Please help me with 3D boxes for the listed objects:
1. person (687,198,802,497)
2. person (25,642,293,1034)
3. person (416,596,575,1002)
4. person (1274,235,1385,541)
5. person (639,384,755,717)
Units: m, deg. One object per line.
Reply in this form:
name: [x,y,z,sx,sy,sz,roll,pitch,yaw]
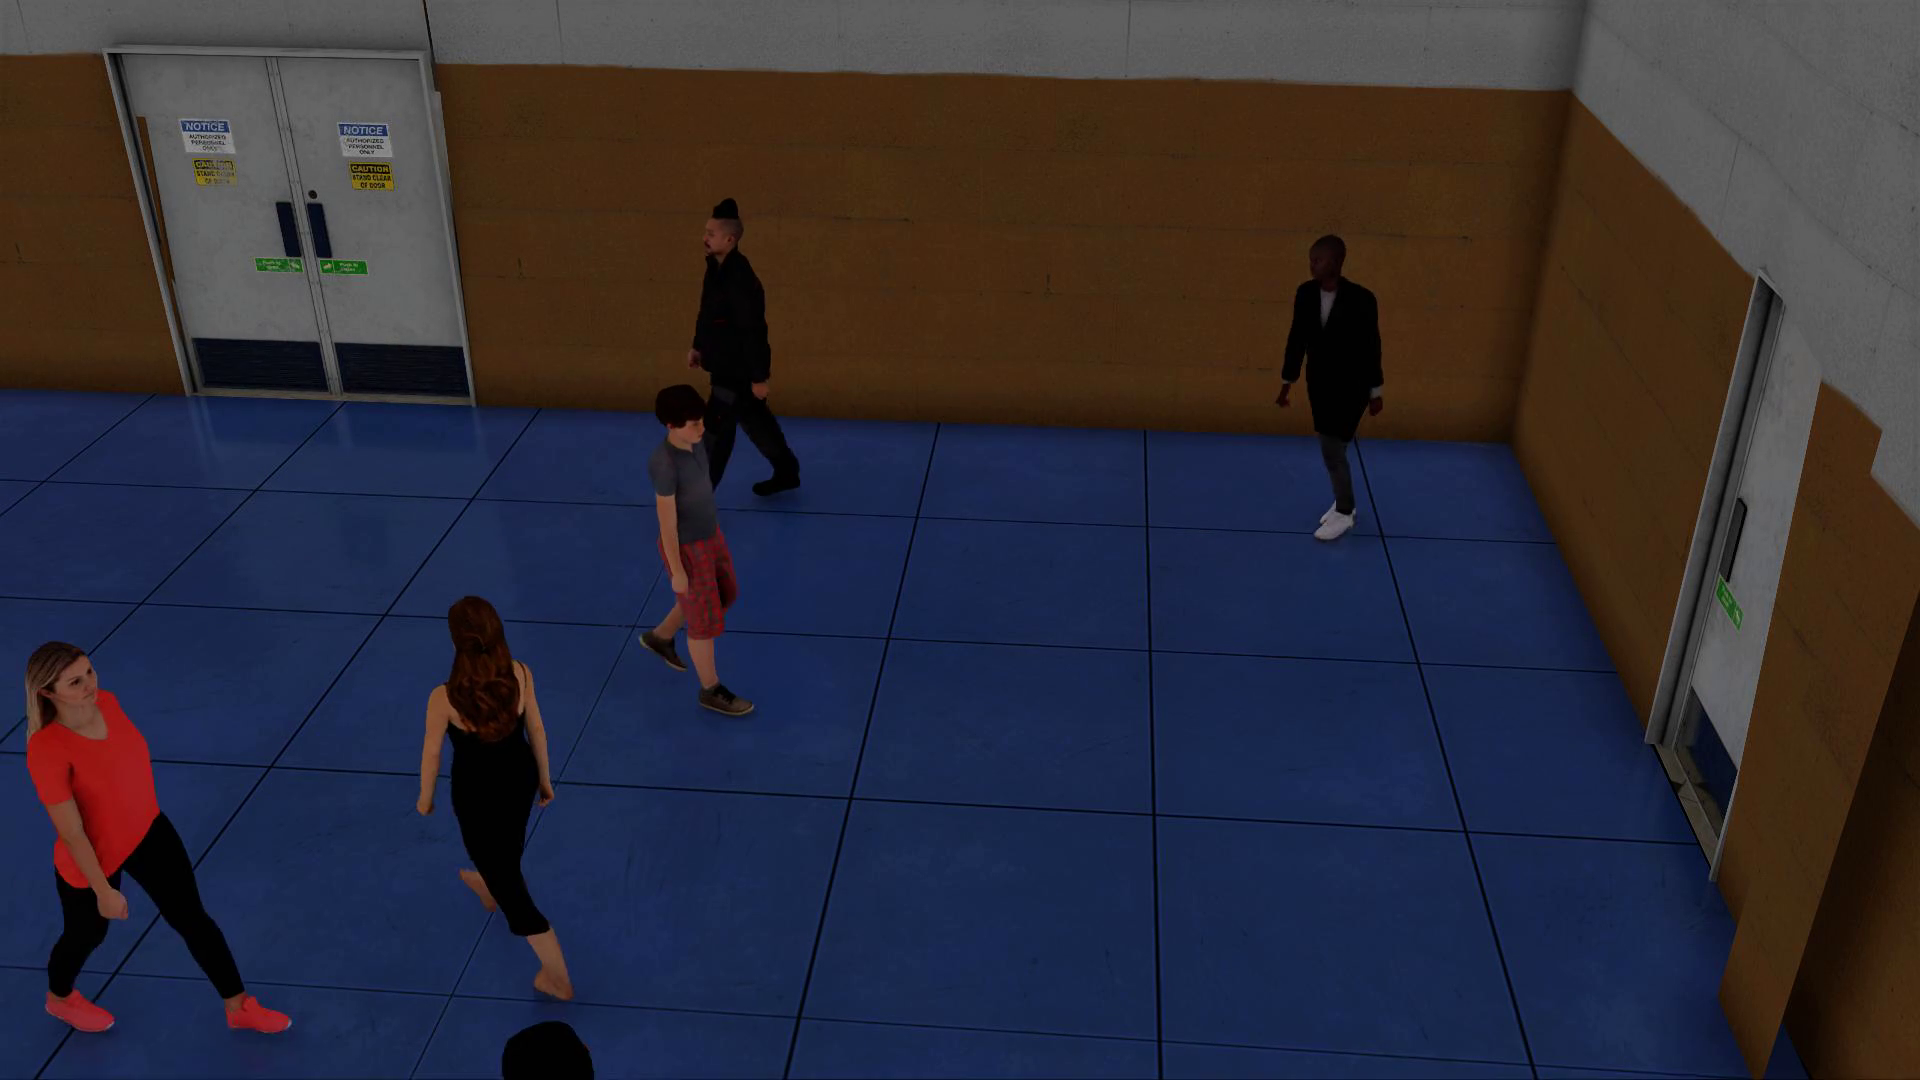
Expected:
person: [-1.180,-1.008,9.361,1.112,1.814,1.191,-9,30,-16]
person: [-2.999,1.090,5.714,0.742,1.649,1.106,6,29,10]
person: [-1.629,0.982,5.990,1.085,1.575,1.083,25,38,38]
person: [2.144,-0.844,9.179,0.854,1.724,0.912,21,35,33]
person: [-1.289,0.024,7.664,0.779,1.640,0.847,8,30,14]
